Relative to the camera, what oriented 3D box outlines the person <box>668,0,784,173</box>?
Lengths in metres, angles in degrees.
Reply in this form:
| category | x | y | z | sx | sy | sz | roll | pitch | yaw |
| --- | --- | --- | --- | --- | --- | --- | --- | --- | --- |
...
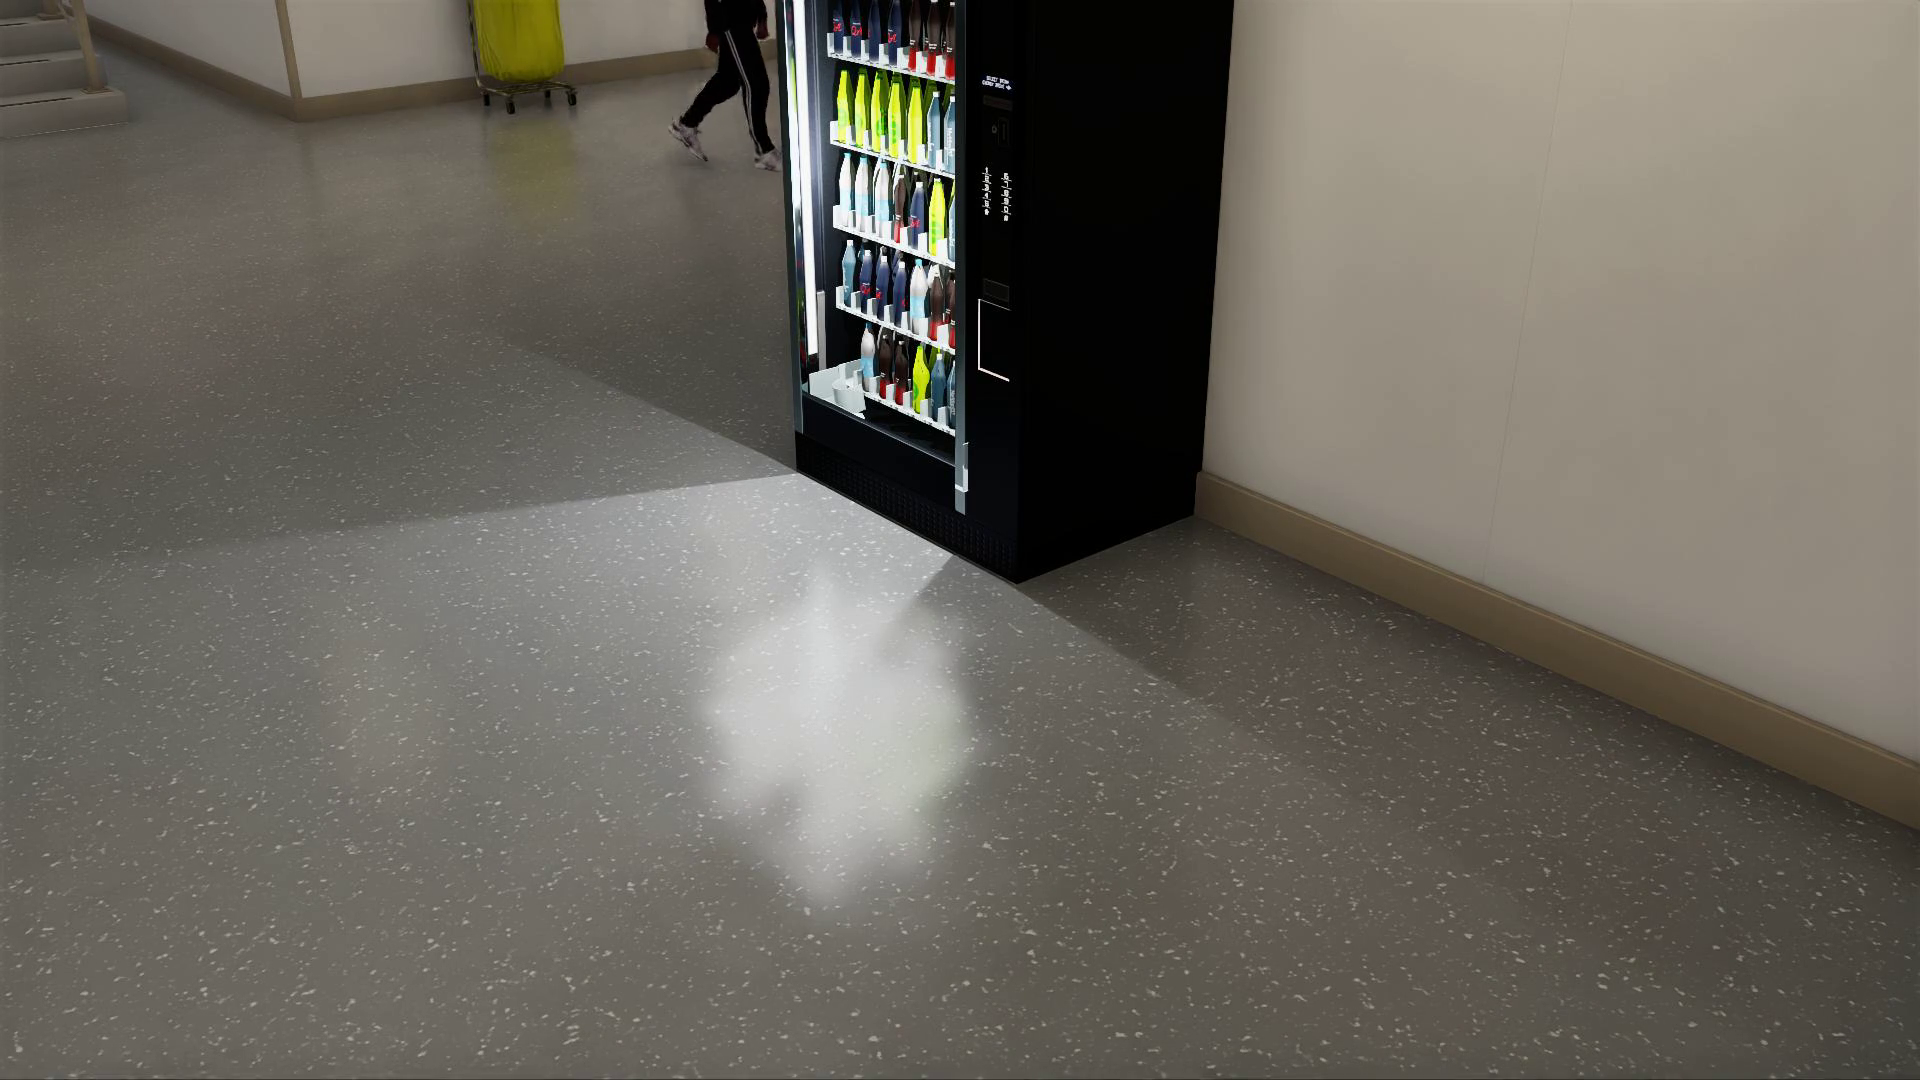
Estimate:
| category | x | y | z | sx | sy | sz | roll | pitch | yaw |
| --- | --- | --- | --- | --- | --- | --- | --- | --- | --- |
| person | -1.446 | -3.138 | 9.985 | 1.267 | 1.808 | 1.080 | 7 | 27 | 14 |
